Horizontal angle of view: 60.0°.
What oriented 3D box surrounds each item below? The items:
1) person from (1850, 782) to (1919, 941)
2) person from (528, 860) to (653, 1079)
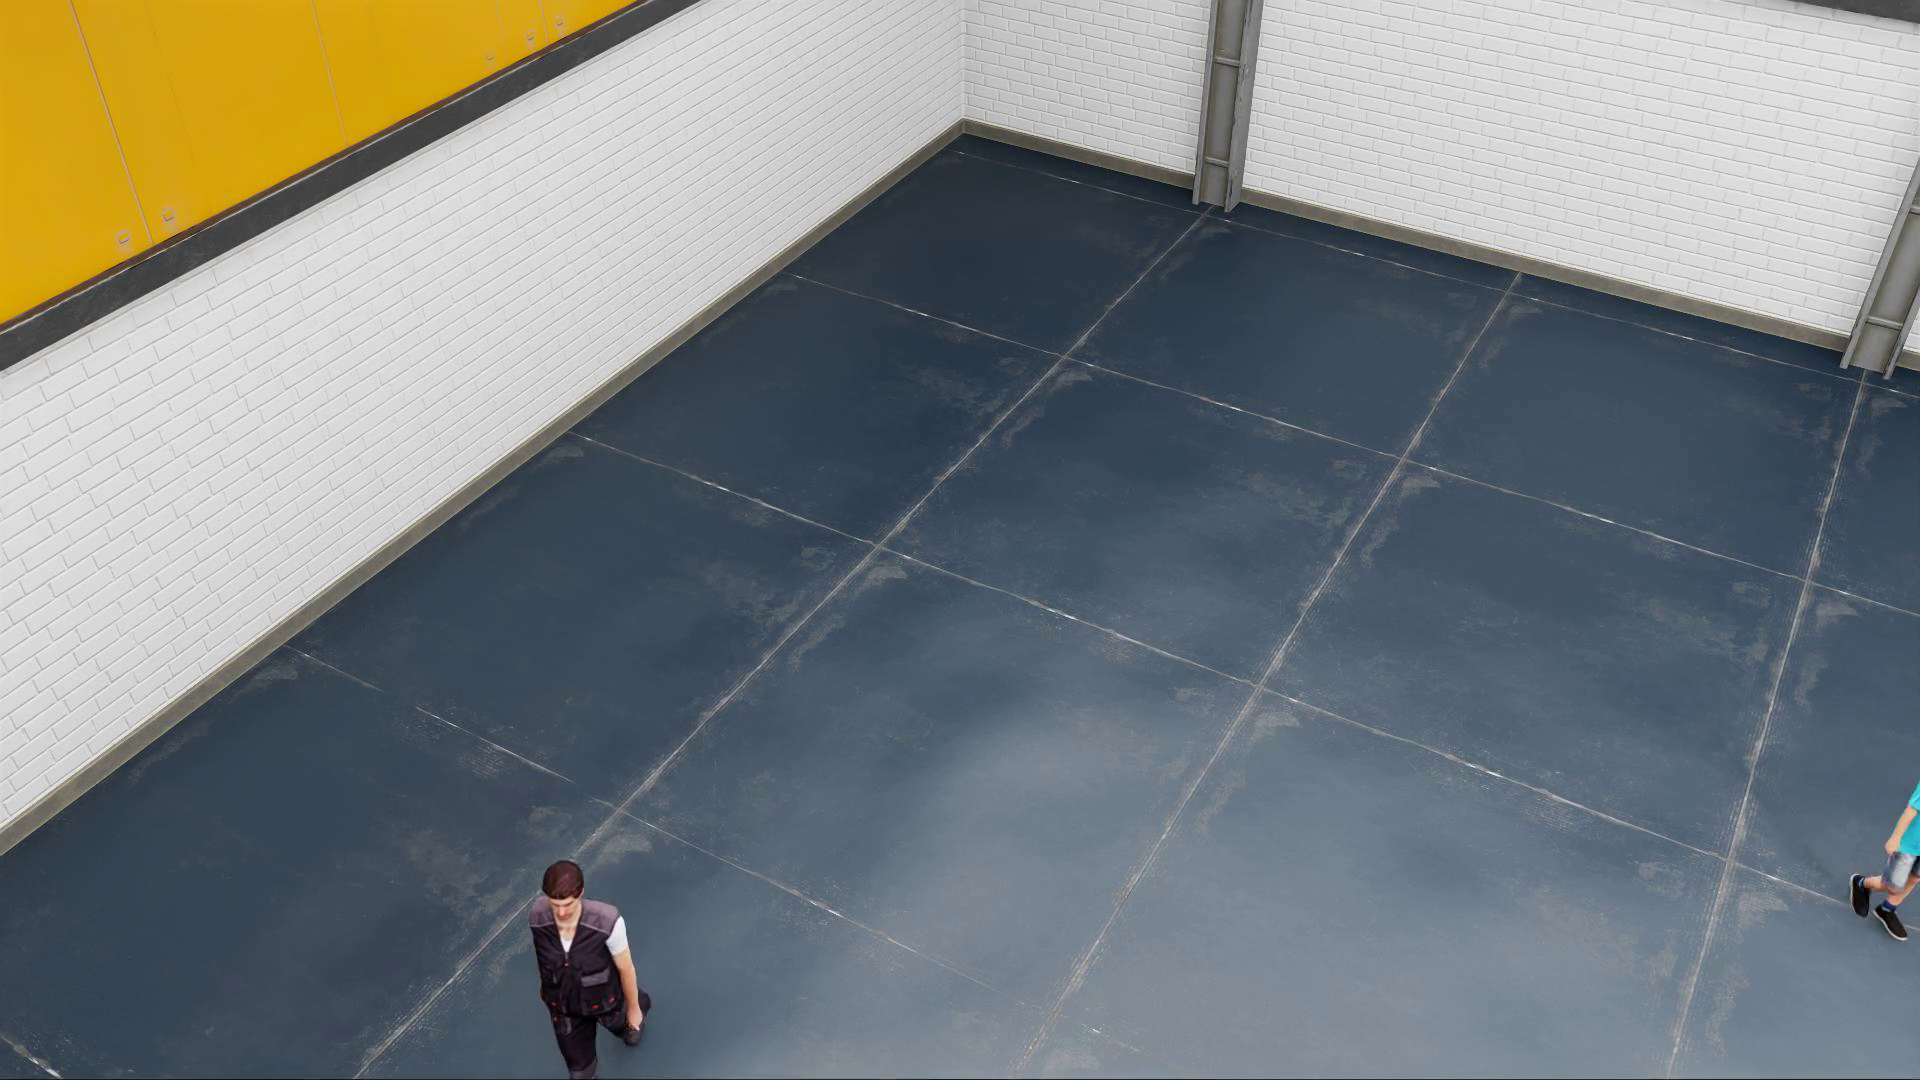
[{"bbox_3d":[5.279,1.588,9.184,0.694,1.445,0.753,-6,39,-8],"label":"person"},{"bbox_3d":[-1.796,2.155,8.182,1.235,1.809,1.072,2,39,3],"label":"person"}]
